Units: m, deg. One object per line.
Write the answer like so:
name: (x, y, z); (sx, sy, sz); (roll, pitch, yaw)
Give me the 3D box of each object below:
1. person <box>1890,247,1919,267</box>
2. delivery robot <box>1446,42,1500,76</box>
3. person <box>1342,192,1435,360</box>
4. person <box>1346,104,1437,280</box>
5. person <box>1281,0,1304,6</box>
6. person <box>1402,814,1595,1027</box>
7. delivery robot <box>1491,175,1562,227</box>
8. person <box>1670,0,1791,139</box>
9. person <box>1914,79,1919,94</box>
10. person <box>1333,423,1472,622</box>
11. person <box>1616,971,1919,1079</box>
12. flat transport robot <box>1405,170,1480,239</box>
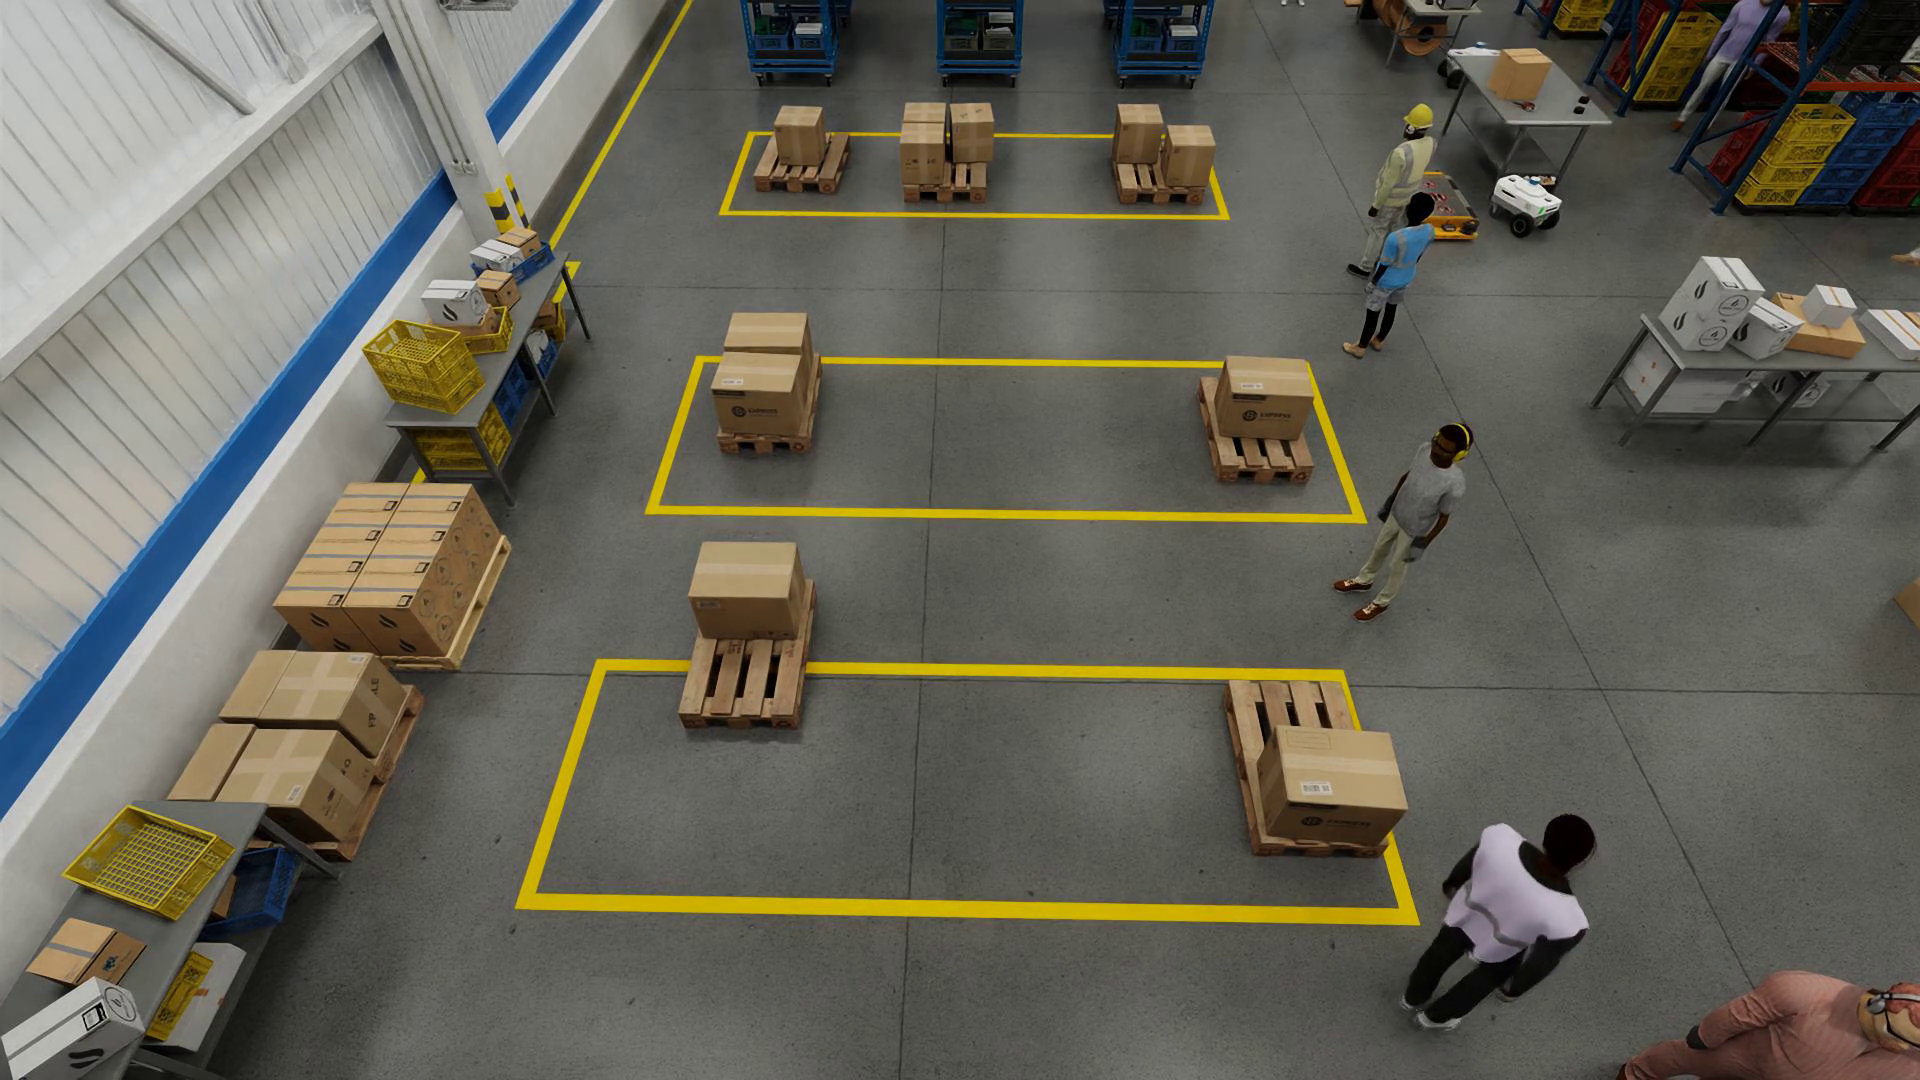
person: (10.851, -3.598, 9.615); (0.633, 1.819, 0.657); (31, 56, 24)
delivery robot: (7.445, -6.948, 13.282); (0.707, 0.478, 0.477); (1, 49, 1)
person: (4.114, -2.495, 8.738); (0.539, 1.696, 0.317); (-20, 52, -17)
person: (4.549, -3.630, 9.631); (0.598, 1.830, 0.403); (-26, 54, -21)
person: (5.669, -9.658, 14.975); (0.514, 1.639, 0.310); (4, 49, 4)
person: (2.721, 1.985, 4.740); (0.435, 1.882, 0.630); (-20, 52, -17)
delivery robot: (6.631, -4.012, 10.742); (0.477, 0.478, 0.707); (-20, 52, -17)
person: (9.940, -6.187, 11.782); (0.363, 1.931, 0.629); (-37, 58, -27)
person: (13.909, -7.027, 12.538); (0.584, 1.883, 0.345); (23, 53, 19)
person: (3.189, -0.111, 6.568); (0.328, 1.861, 0.514); (-11, 50, -9)
person: (3.829, 2.462, 4.311); (0.641, 1.908, 0.407); (20, 52, 17)
flat transport robot: (5.692, -4.094, 11.059); (0.652, 0.197, 1.431); (1, 49, 1)
